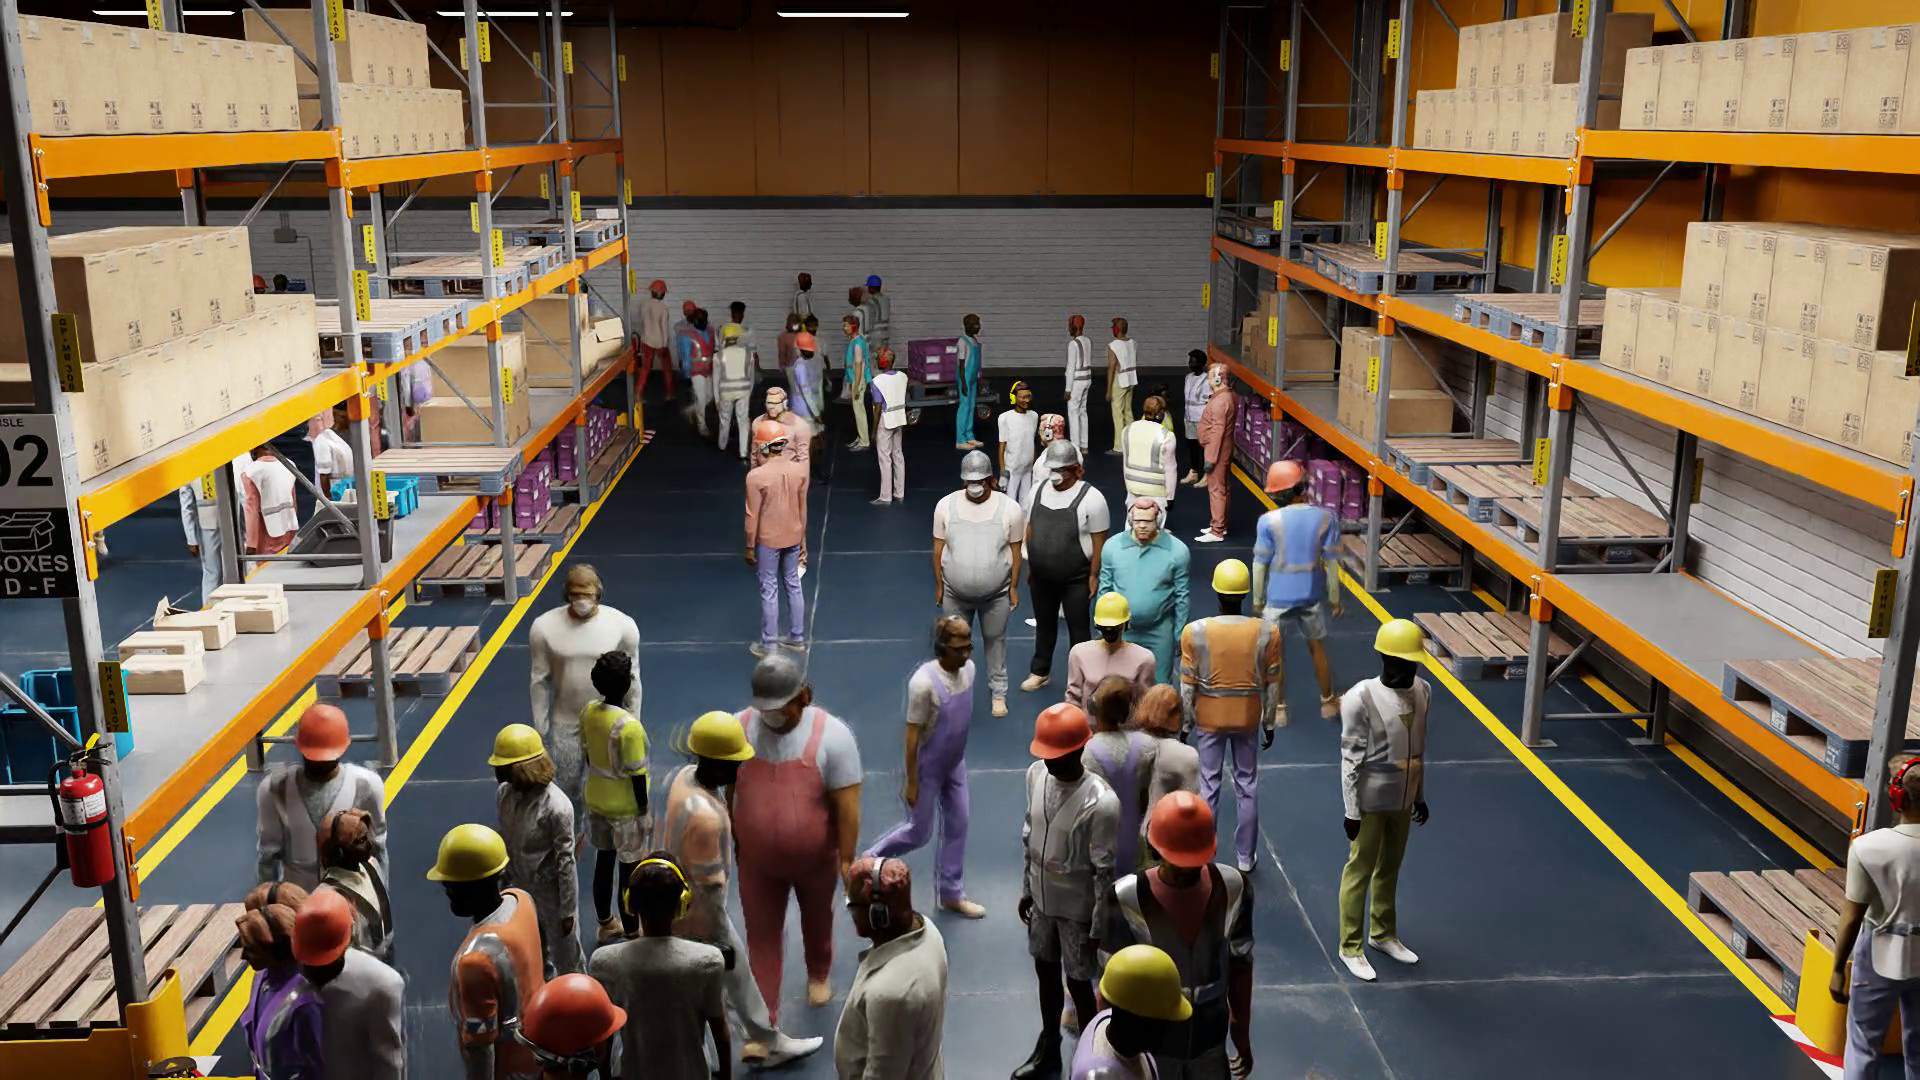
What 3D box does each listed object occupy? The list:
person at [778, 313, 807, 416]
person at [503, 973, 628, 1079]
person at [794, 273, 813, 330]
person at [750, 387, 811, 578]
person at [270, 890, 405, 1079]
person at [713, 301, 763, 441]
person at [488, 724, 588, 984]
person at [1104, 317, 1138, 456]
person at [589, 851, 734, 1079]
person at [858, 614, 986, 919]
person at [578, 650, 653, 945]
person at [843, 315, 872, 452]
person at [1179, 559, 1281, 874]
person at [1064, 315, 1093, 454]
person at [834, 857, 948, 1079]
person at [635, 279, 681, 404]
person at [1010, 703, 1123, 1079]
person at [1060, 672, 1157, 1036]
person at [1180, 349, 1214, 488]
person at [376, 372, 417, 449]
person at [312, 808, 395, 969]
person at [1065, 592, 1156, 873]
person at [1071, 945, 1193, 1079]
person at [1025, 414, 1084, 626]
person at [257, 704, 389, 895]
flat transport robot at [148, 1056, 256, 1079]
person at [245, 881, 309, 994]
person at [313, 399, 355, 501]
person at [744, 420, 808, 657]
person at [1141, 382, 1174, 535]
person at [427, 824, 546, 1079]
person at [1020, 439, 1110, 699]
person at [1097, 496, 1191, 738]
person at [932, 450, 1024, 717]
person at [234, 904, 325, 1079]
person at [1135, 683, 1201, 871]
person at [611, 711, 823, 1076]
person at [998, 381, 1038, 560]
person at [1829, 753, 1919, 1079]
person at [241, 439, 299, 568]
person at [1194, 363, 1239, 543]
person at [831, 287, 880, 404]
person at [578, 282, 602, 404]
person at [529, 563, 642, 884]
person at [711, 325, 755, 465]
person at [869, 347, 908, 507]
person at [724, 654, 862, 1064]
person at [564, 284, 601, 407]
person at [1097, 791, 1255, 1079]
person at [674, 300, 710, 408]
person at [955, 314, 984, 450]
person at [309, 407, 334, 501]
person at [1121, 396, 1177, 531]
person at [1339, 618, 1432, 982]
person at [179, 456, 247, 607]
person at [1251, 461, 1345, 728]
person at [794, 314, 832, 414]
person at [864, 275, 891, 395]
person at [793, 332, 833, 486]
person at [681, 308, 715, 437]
[{"bbox_3d":[-2.451,-2.580,24.720,0.511,1.610,0.757,-6,15,-22],"label":"person"},{"bbox_3d":[-1.141,2.235,5.036,0.612,1.995,0.378,11,18,37],"label":"person"},{"bbox_3d":[-2.623,-3.535,27.907,0.337,1.883,0.584,-3,15,-11],"label":"person"},{"bbox_3d":[-1.762,-0.549,16.173,0.639,1.899,0.397,6,16,23],"label":"person"},{"bbox_3d":[-2.323,2.087,6.168,0.575,1.716,0.528,3,15,11],"label":"person"},{"bbox_3d":[-3.132,-2.370,23.257,0.642,1.920,0.667,7,16,25],"label":"person"},{"bbox_3d":[-1.977,1.673,7.770,0.488,1.735,0.361,10,17,35],"label":"person"},{"bbox_3d":[2.158,-2.031,22.108,0.386,1.838,0.566,13,19,41],"label":"person"},{"bbox_3d":[-1.077,2.023,6.117,0.513,1.872,0.328,-1,14,-5],"label":"person"},{"bbox_3d":[-0.214,1.240,9.326,0.710,1.814,0.556,10,17,34],"label":"person"},{"bbox_3d":[-1.814,1.406,8.880,0.318,1.700,0.536,-13,20,-42],"label":"person"},{"bbox_3d":[-1.375,-2.114,22.435,0.389,1.836,0.561,-2,14,-8],"label":"person"},{"bbox_3d":[1.579,1.050,9.819,0.588,1.930,0.357,0,14,0],"label":"person"},{"bbox_3d":[1.557,-2.053,22.111,0.369,1.879,0.584,8,16,28],"label":"person"},{"bbox_3d":[-0.254,2.036,6.023,0.399,1.897,0.652,2,14,8],"label":"person"},{"bbox_3d":[-4.798,-3.121,26.150,0.617,1.950,0.967,7,16,25],"label":"person"},{"bbox_3d":[0.463,1.639,7.521,0.389,1.925,0.550,-12,19,-39],"label":"person"},{"bbox_3d":[0.685,1.527,8.148,0.522,1.846,0.377,-7,16,-25],"label":"person"},{"bbox_3d":[2.897,-1.479,20.235,0.321,1.689,0.537,-8,16,-29],"label":"person"},{"bbox_3d":[-7.224,-1.766,21.273,0.346,1.732,0.499,12,18,39],"label":"person"},{"bbox_3d":[-2.538,1.908,7.020,0.308,1.645,0.514,1,14,3],"label":"person"},{"bbox_3d":[0.870,1.154,9.738,0.524,1.769,0.308,2,14,9],"label":"person"},{"bbox_3d":[0.528,2.184,5.403,0.399,1.914,0.591,2,14,8],"label":"person"},{"bbox_3d":[0.819,-0.173,14.686,0.399,1.900,0.644,9,17,33],"label":"person"},{"bbox_3d":[-2.927,1.605,7.725,0.574,1.907,0.847,-3,15,-12],"label":"person"},{"bbox_3d":[-3.324,2.625,6.944,0.652,0.197,1.431,0,14,-1],"label":"flat transport robot"},{"bbox_3d":[-2.512,2.072,6.403,0.317,1.631,0.518,-1,14,-4],"label":"person"},{"bbox_3d":[-5.708,-0.412,15.500,0.391,1.957,0.609,5,15,18],"label":"person"},{"bbox_3d":[-1.540,-0.009,13.875,0.614,1.986,0.407,-14,20,-43],"label":"person"},{"bbox_3d":[2.099,-0.847,17.731,0.319,1.696,0.532,8,17,30],"label":"person"},{"bbox_3d":[-1.744,1.965,6.262,0.393,1.919,0.582,1,14,4],"label":"person"},{"bbox_3d":[0.774,0.224,12.841,0.683,2.000,0.536,9,17,32],"label":"person"},{"bbox_3d":[1.269,0.621,11.572,0.650,1.899,0.399,4,15,15],"label":"person"},{"bbox_3d":[0.125,0.331,12.419,0.686,2.000,0.538,1,14,4],"label":"person"},{"bbox_3d":[-2.480,2.114,6.239,0.320,1.631,0.523,-11,18,-38],"label":"person"},{"bbox_3d":[0.963,1.534,8.587,0.530,1.598,0.747,12,18,39],"label":"person"},{"bbox_3d":[-1.166,1.656,7.570,1.026,1.862,0.612,-3,15,-10],"label":"person"},{"bbox_3d":[0.601,-0.671,16.704,0.507,1.867,0.329,-11,18,-37],"label":"person"},{"bbox_3d":[3.979,1.808,7.039,0.563,1.836,0.387,0,14,-1],"label":"person"},{"bbox_3d":[-5.857,-0.049,14.186,0.405,1.909,0.595,4,15,15],"label":"person"},{"bbox_3d":[2.712,-0.927,17.626,0.410,1.909,0.643,5,15,19],"label":"person"},{"bbox_3d":[-1.518,-3.043,26.056,0.947,1.853,0.560,3,15,12],"label":"person"},{"bbox_3d":[-5.835,-3.091,26.128,0.397,1.910,0.587,-5,15,-19],"label":"person"},{"bbox_3d":[-2.188,1.060,9.777,0.639,1.939,0.445,-2,14,-7],"label":"person"},{"bbox_3d":[-2.978,-1.923,21.781,0.602,1.772,0.972,-5,15,-19],"label":"person"},{"bbox_3d":[-0.818,-1.303,19.224,0.380,1.844,0.570,11,18,36],"label":"person"},{"bbox_3d":[-0.824,1.451,8.023,0.704,2.000,1.040,1,14,5],"label":"person"},{"bbox_3d":[-5.800,-2.969,25.373,0.710,2.000,0.560,8,16,28],"label":"person"},{"bbox_3d":[0.825,1.894,6.319,0.612,2.029,0.407,-3,15,-12],"label":"person"},{"bbox_3d":[-4.040,-2.796,25.332,0.572,1.721,0.437,-2,14,-9],"label":"person"},{"bbox_3d":[0.124,-2.145,22.557,0.352,1.841,0.507,6,16,23],"label":"person"},{"bbox_3d":[-7.201,-1.165,18.856,0.324,1.760,0.523,-3,15,-13],"label":"person"},{"bbox_3d":[1.832,-0.476,16.016,0.618,1.836,0.432,13,19,41],"label":"person"},{"bbox_3d":[2.230,1.335,8.700,0.587,1.929,0.360,-9,17,-32],"label":"person"},{"bbox_3d":[-6.405,-0.087,14.339,0.404,1.906,0.598,10,17,33],"label":"person"},{"bbox_3d":[2.547,0.399,12.254,0.874,2.004,0.394,-4,15,-14],"label":"person"},{"bbox_3d":[-2.035,-2.200,22.778,0.542,1.839,0.691,-6,16,-23],"label":"person"},{"bbox_3d":[-1.343,-3.320,26.965,0.408,1.942,0.609,7,16,27],"label":"person"},{"bbox_3d":[-1.783,-1.599,20.267,0.470,1.904,0.644,1,14,5],"label":"person"},{"bbox_3d":[-3.710,-2.380,23.509,0.593,1.828,0.641,10,17,33],"label":"person"}]
